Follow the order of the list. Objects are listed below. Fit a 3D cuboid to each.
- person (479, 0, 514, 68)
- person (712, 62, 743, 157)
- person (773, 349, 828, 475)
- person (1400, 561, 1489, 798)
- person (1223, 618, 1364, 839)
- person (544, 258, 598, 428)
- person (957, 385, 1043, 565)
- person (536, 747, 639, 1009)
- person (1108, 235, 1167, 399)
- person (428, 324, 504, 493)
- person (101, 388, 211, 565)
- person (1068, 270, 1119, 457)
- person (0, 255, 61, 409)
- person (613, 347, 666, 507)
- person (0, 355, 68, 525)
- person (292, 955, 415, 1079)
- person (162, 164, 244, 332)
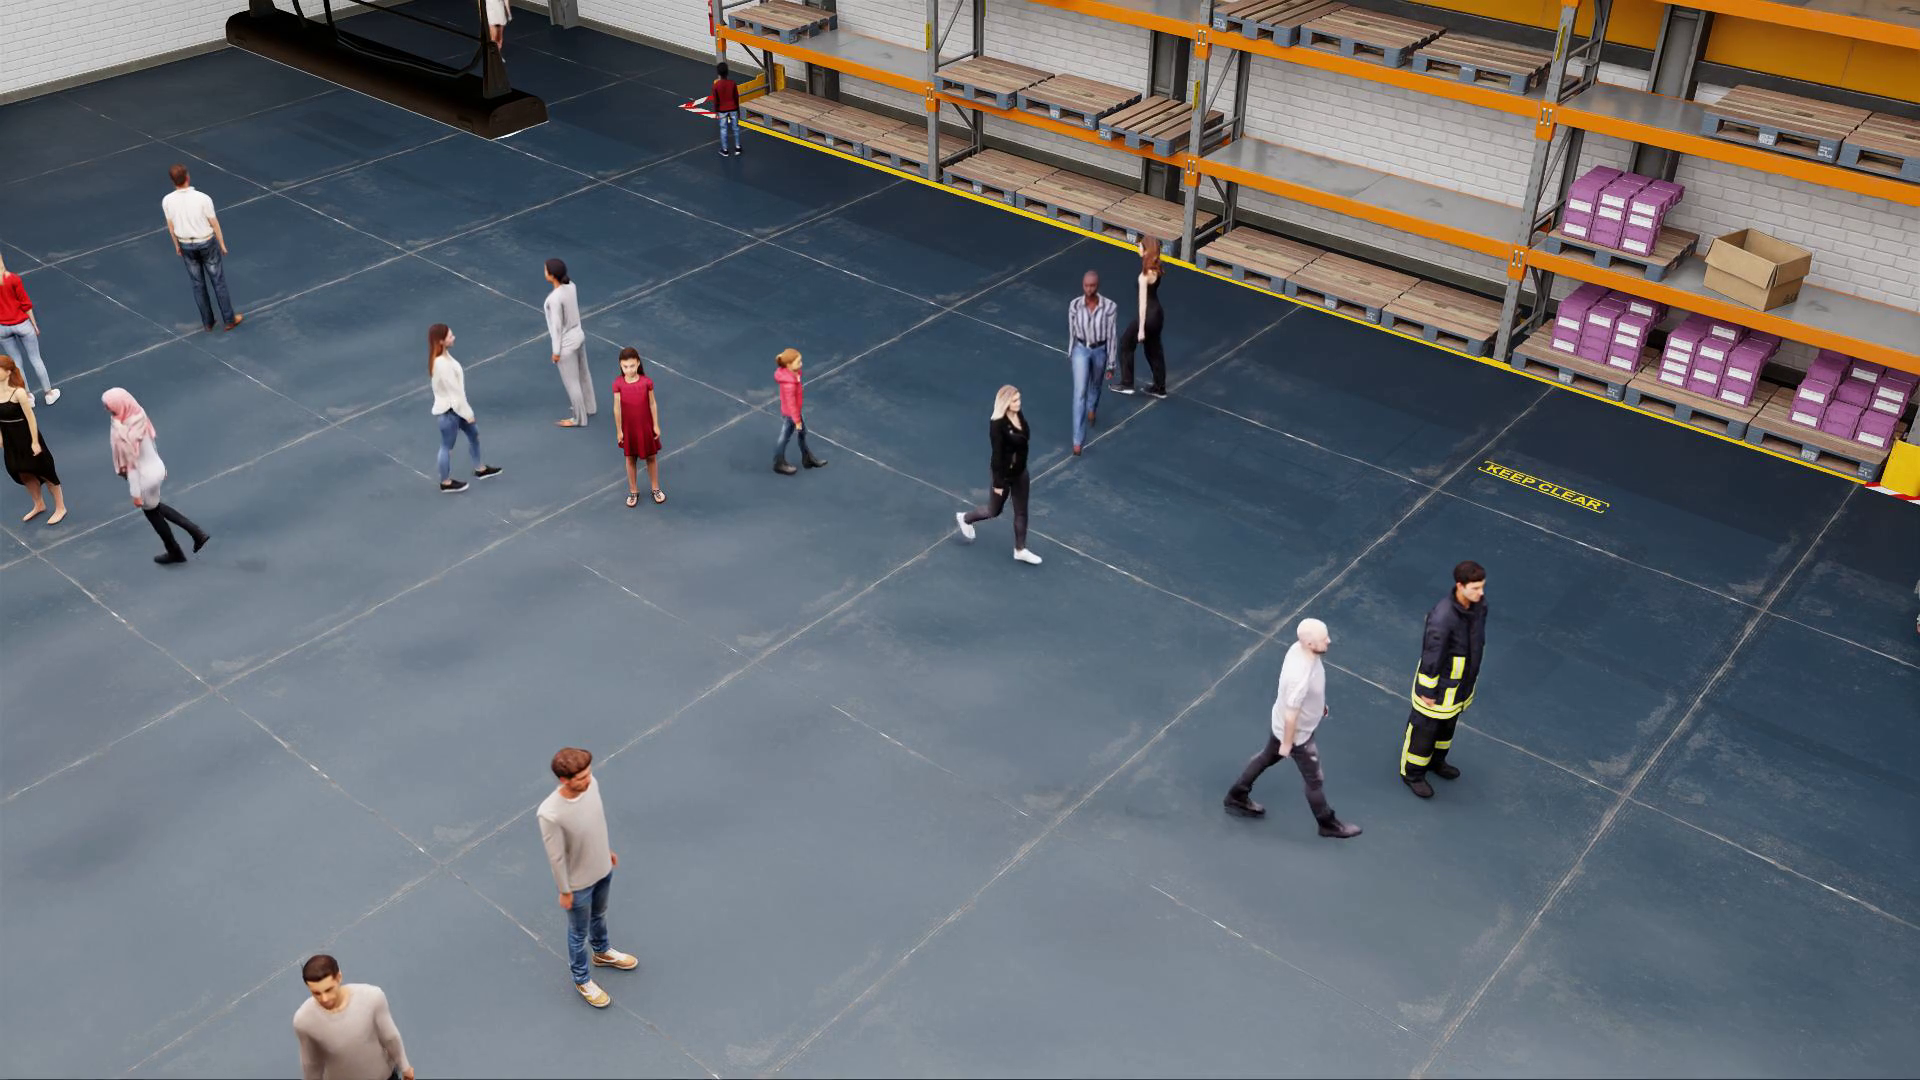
[{"bbox_3d":[-7.223,-8.204,25.713,0.682,1.677,0.898,-21,39,-29],"label":"person"},{"bbox_3d":[-3.154,-5.843,22.543,0.582,1.254,0.607,-12,35,-18],"label":"person"},{"bbox_3d":[-1.642,-1.192,15.504,0.832,1.299,0.741,3,34,4],"label":"person"},{"bbox_3d":[3.426,0.938,11.731,0.824,1.928,0.729,-24,41,-32],"label":"person"},{"bbox_3d":[2.199,1.264,11.371,1.315,1.784,1.046,8,34,12],"label":"person"},{"bbox_3d":[-3.821,-1.939,16.234,0.696,1.736,0.708,6,34,10],"label":"person"},{"bbox_3d":[0.329,-0.582,14.257,1.097,1.663,0.704,19,38,26],"label":"person"},{"bbox_3d":[-2.308,2.009,10.148,0.685,1.898,0.730,13,36,19],"label":"person"},{"bbox_3d":[1.961,-2.184,16.615,0.884,1.723,0.738,15,36,21],"label":"person"},{"bbox_3d":[-4.723,-1.163,15.124,0.918,1.671,0.883,-8,34,-12],"label":"person"},{"bbox_3d":[-6.769,-0.512,14.043,0.948,1.784,0.886,0,34,0],"label":"person"},{"bbox_3d":[1.276,-1.774,15.978,1.181,1.744,1.128,3,34,4],"label":"person"},{"bbox_3d":[-9.409,-2.113,16.525,0.693,1.704,0.698,-11,35,-16],"label":"person"},{"bbox_3d":[-2.915,-1.045,15.054,0.679,1.553,0.738,-8,34,-12],"label":"person"},{"bbox_3d":[-8.322,-0.905,14.778,0.630,1.625,0.716,8,35,12],"label":"person"},{"bbox_3d":[-3.231,2.841,8.934,0.858,1.856,0.951,-15,37,-22],"label":"person"},{"bbox_3d":[-8.228,-3.157,17.960,0.741,1.853,0.791,-4,34,-6],"label":"person"}]
